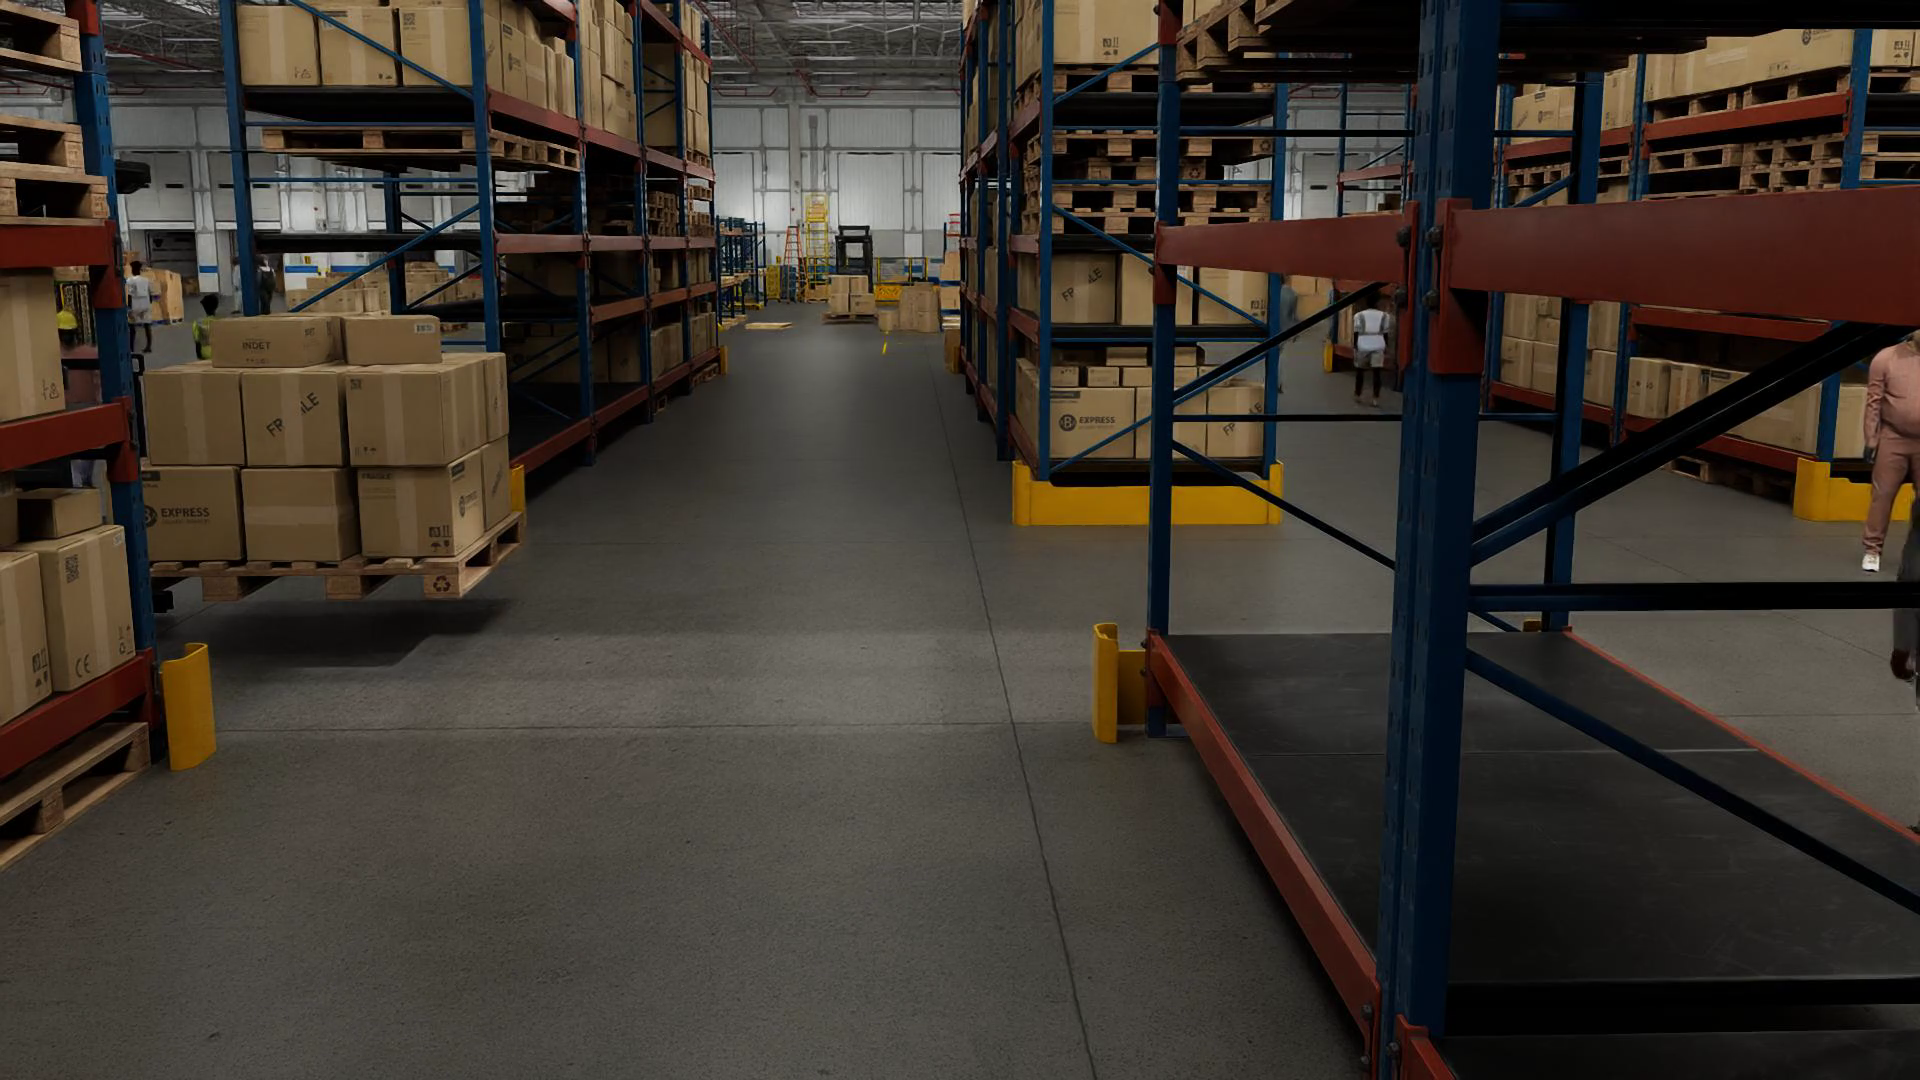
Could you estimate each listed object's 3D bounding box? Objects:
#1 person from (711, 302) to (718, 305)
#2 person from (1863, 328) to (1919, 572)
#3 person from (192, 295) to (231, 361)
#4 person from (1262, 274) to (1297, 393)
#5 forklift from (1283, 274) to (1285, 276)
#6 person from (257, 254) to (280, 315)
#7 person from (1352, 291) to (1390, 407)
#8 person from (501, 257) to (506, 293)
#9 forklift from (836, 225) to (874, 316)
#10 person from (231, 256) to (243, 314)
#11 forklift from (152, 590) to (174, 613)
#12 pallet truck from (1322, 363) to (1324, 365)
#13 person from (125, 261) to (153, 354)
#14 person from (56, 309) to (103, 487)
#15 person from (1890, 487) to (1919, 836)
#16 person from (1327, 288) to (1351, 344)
[{"bbox_3d":[-9.408,-9.639,61.811,0.891,1.801,0.659,6,12,32],"label":"person"},{"bbox_3d":[6.729,-0.694,11.737,0.646,1.898,0.398,5,11,24],"label":"person"},{"bbox_3d":[-9.745,-2.386,21.803,0.522,1.664,0.856,-6,12,-29],"label":"person"},{"bbox_3d":[4.868,-3.263,26.010,0.661,1.901,0.928,-3,11,-17],"label":"person"},{"bbox_3d":[12.142,-10.797,65.268,1.129,2.768,1.873,0,10,-2],"label":"forklift"},{"bbox_3d":[-20.037,-7.306,48.163,1.014,2.000,0.694,5,11,27],"label":"person"},{"bbox_3d":[5.868,-2.739,23.791,0.548,1.647,0.865,0,10,-1],"label":"person"},{"bbox_3d":[-16.419,-9.420,60.305,0.510,1.908,0.616,4,11,23],"label":"person"},{"bbox_3d":[-3.181,-8.097,50.228,1.129,2.768,1.873,0,10,-2],"label":"forklift"},{"bbox_3d":[-23.450,-8.291,54.120,0.559,1.868,0.598,-2,10,-12],"label":"person"},{"bbox_3d":[-5.858,-0.811,9.639,1.873,2.768,1.129,-1,10,-3],"label":"forklift"},{"bbox_3d":[7.712,-4.157,30.737,1.885,1.965,0.823,3,11,16],"label":"pallet truck"},{"bbox_3d":[-17.297,-4.877,34.918,0.882,1.931,0.646,6,12,31],"label":"person"},{"bbox_3d":[-7.942,-1.193,14.899,0.526,1.752,0.614,-7,13,-35],"label":"person"},{"bbox_3d":[3.765,0.334,6.199,0.614,1.822,0.414,0,10,-2],"label":"person"},{"bbox_3d":[8.029,-4.790,35.138,0.409,1.680,0.544,-8,13,-38],"label":"person"}]
